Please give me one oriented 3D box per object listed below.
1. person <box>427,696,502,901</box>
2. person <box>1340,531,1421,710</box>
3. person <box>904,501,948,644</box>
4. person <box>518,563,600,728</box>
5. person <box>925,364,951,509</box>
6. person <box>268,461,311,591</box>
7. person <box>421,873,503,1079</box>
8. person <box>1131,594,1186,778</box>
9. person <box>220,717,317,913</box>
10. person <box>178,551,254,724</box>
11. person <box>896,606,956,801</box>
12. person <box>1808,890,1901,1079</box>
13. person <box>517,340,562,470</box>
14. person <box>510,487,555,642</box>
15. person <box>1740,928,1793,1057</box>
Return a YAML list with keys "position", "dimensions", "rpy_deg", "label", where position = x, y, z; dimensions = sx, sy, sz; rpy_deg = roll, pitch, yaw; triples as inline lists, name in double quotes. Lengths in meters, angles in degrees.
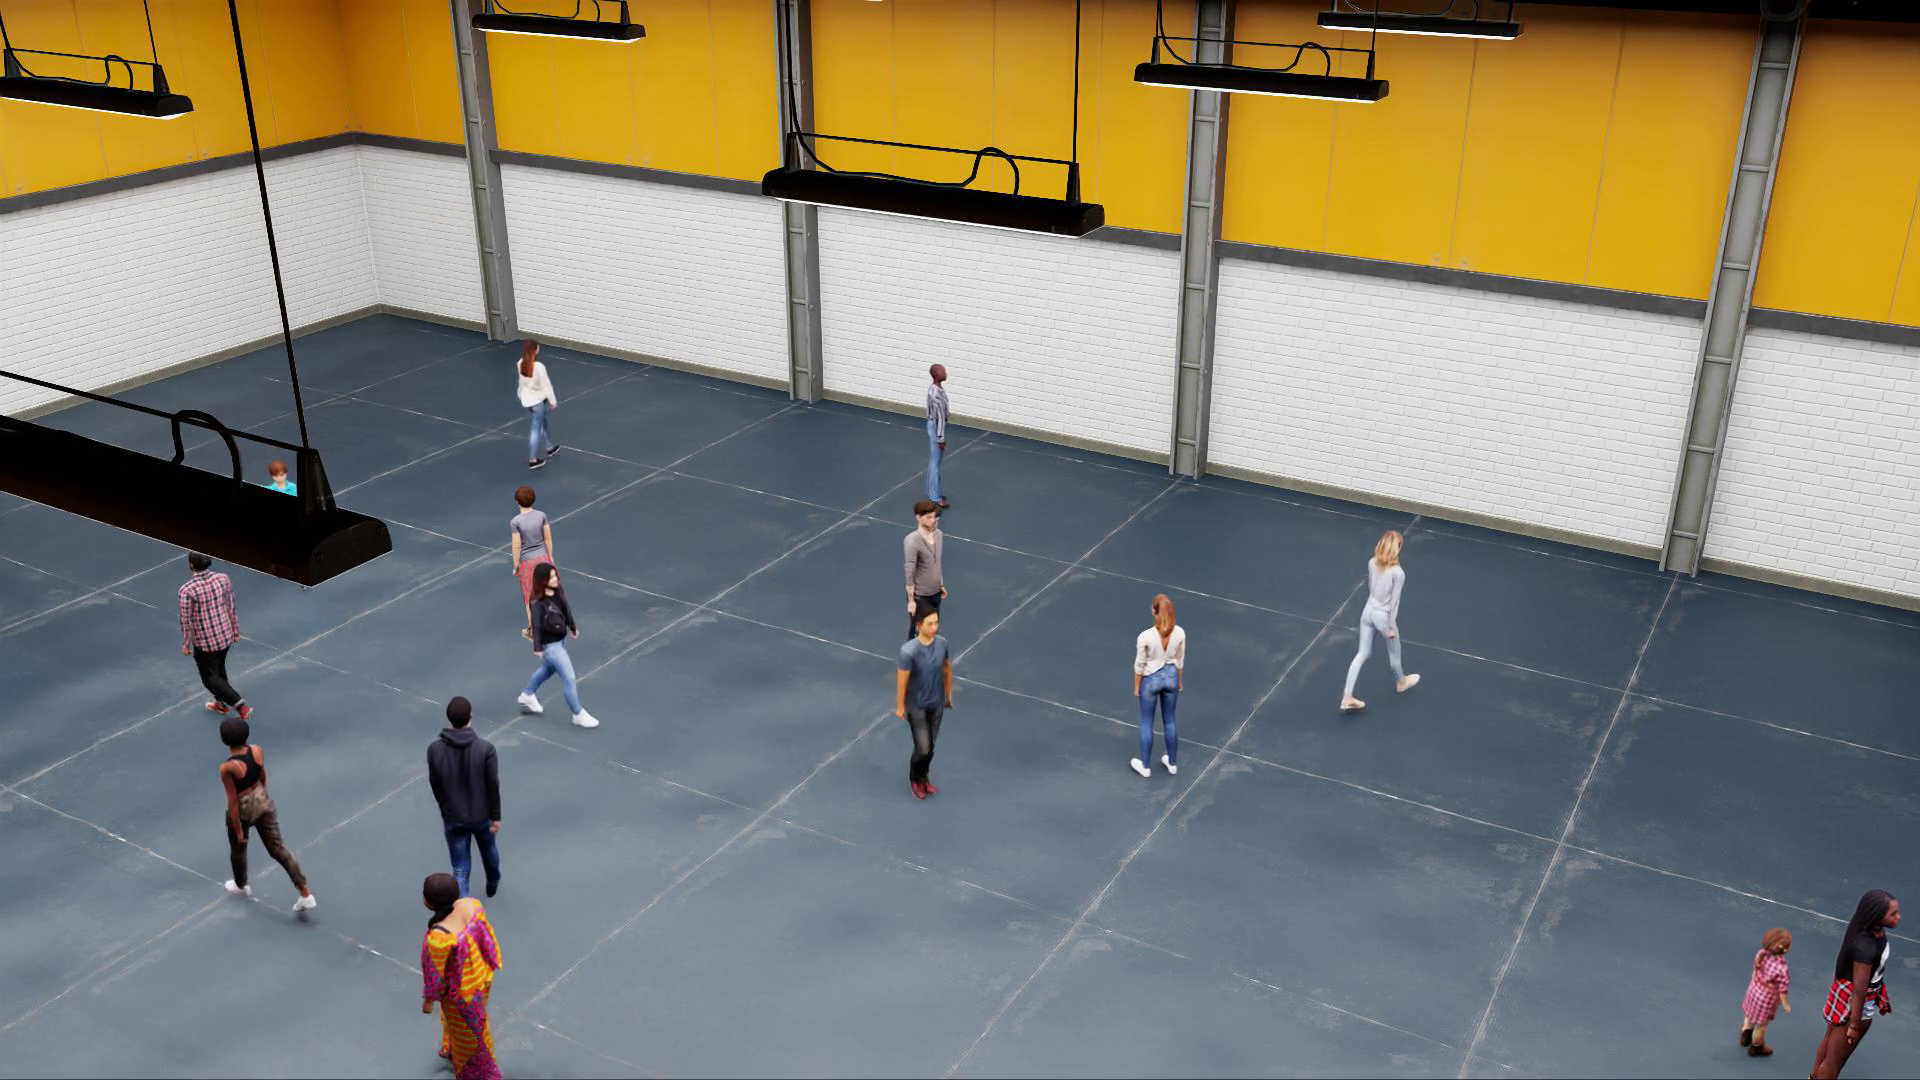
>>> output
- position: [-3.706, 2.118, 12.442]
  dimensions: [1.213, 1.847, 1.241]
  rpy_deg: [-5, 24, -10]
  label: "person"
- position: [3.857, 0.798, 15.599]
  dimensions: [1.072, 1.736, 1.213]
  rpy_deg: [-13, 27, -27]
  label: "person"
- position: [-0.355, 0.502, 16.067]
  dimensions: [0.636, 1.904, 0.725]
  rpy_deg: [18, 29, 35]
  label: "person"
- position: [-3.839, 0.959, 15.411]
  dimensions: [1.162, 1.592, 0.836]
  rpy_deg: [6, 24, 14]
  label: "person"
- position: [-0.284, -1.291, 20.304]
  dimensions: [0.723, 1.795, 0.705]
  rpy_deg: [-2, 24, -4]
  label: "person"
- position: [-7.414, -0.201, 18.275]
  dimensions: [0.854, 1.425, 1.037]
  rpy_deg: [-12, 26, -26]
  label: "person"
- position: [-3.239, 2.889, 10.913]
  dimensions: [0.867, 1.660, 0.777]
  rpy_deg: [6, 24, 14]
  label: "person"
- position: [1.748, 1.265, 14.554]
  dimensions: [0.674, 1.719, 0.736]
  rpy_deg: [-6, 24, -13]
  label: "person"
- position: [-5.309, 2.127, 12.662]
  dimensions: [1.177, 1.655, 0.583]
  rpy_deg: [12, 27, 26]
  label: "person"
- position: [-6.854, 0.916, 15.314]
  dimensions: [1.022, 1.750, 0.716]
  rpy_deg: [12, 26, 25]
  label: "person"
- position: [-0.360, 1.358, 14.242]
  dimensions: [0.781, 1.799, 0.768]
  rpy_deg: [-17, 29, -34]
  label: "person"
- position: [5.707, 2.969, 10.643]
  dimensions: [0.598, 1.728, 0.610]
  rpy_deg: [11, 26, 24]
  label: "person"
- position: [-5.541, -1.728, 21.462]
  dimensions: [0.832, 1.669, 0.735]
  rpy_deg: [16, 28, 32]
  label: "person"
- position: [-4.357, 0.233, 16.998]
  dimensions: [0.666, 1.651, 0.659]
  rpy_deg: [-16, 28, -32]
  label: "person"
- position: [5.461, 3.072, 11.293]
  dimensions: [0.578, 1.019, 0.520]
  rpy_deg: [-5, 24, -12]
  label: "person"
